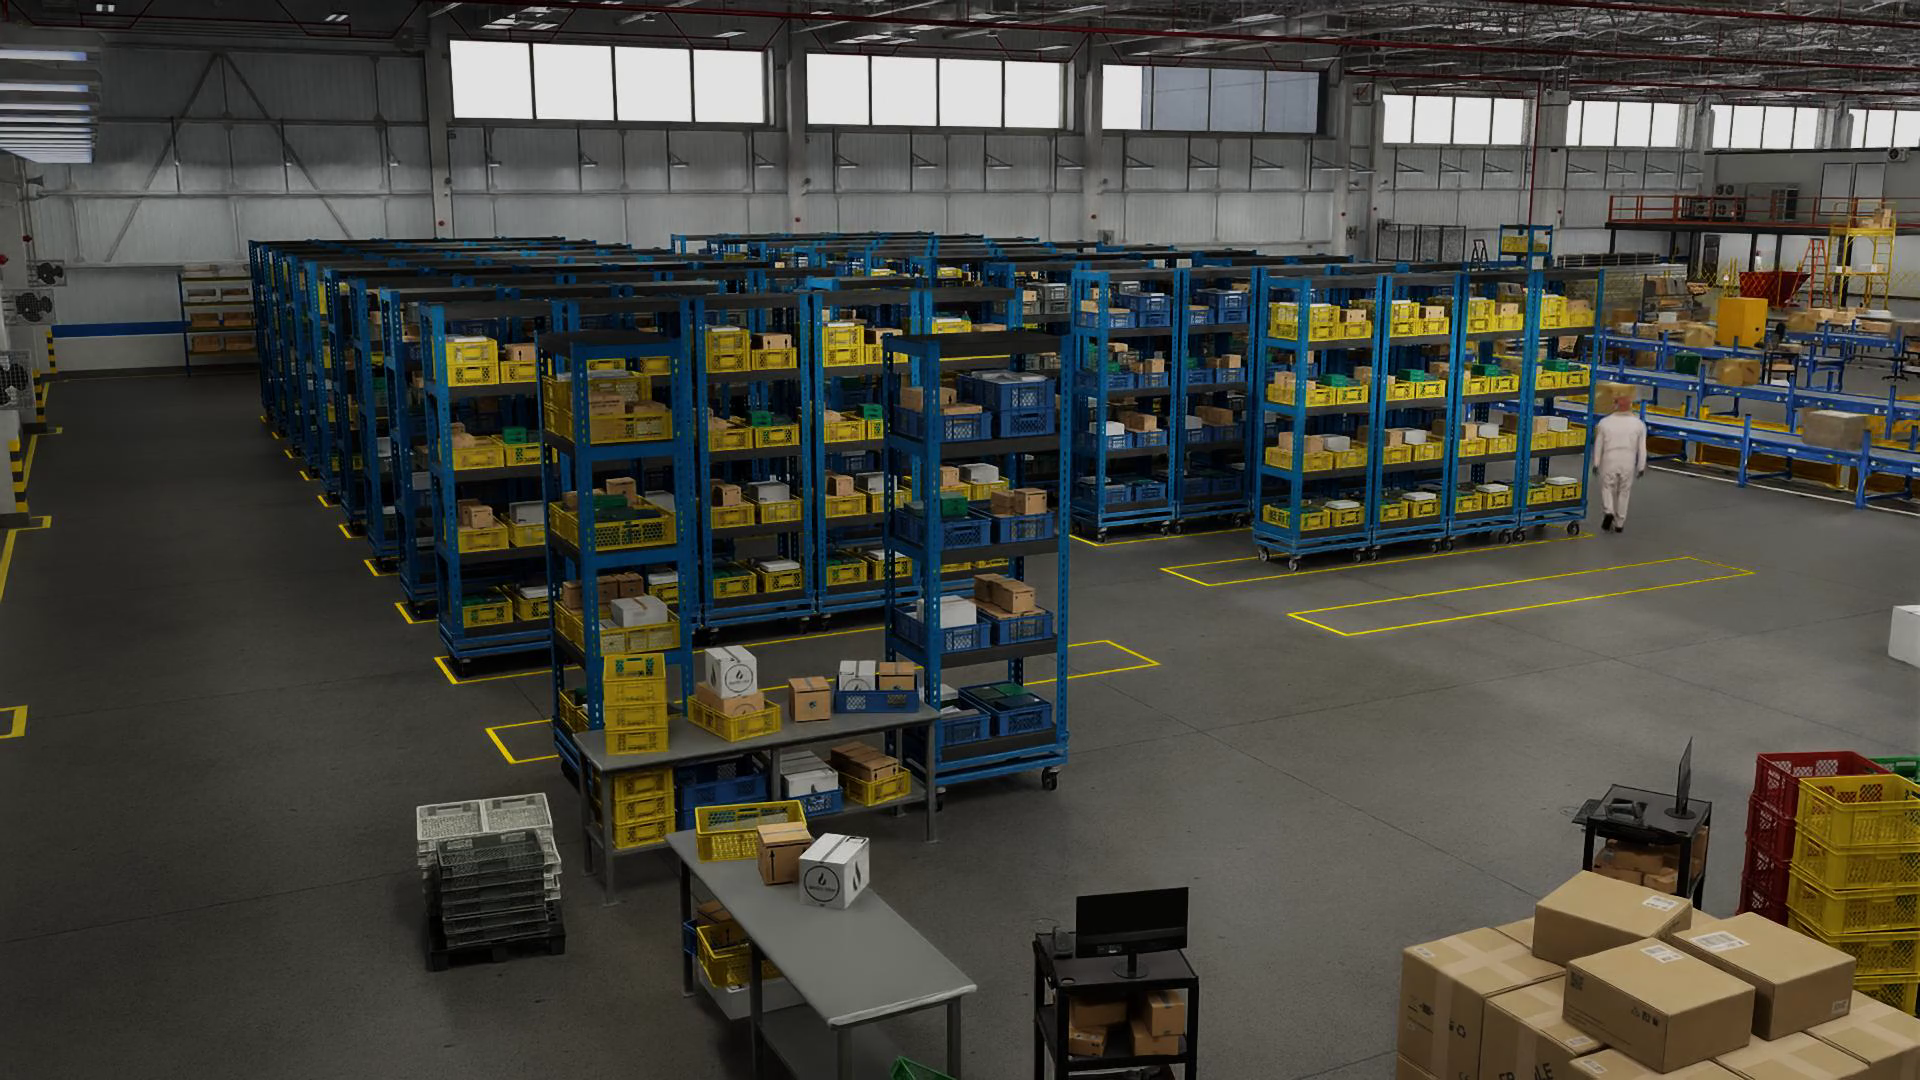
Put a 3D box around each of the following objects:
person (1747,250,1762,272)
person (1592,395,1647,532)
[{"bbox_3d":[34.988,-11.858,73.393,0.581,1.860,0.781,-6,13,-24],"label":"person"},{"bbox_3d":[9.007,-1.040,22.715,0.685,1.882,0.437,3,13,15],"label":"person"}]
